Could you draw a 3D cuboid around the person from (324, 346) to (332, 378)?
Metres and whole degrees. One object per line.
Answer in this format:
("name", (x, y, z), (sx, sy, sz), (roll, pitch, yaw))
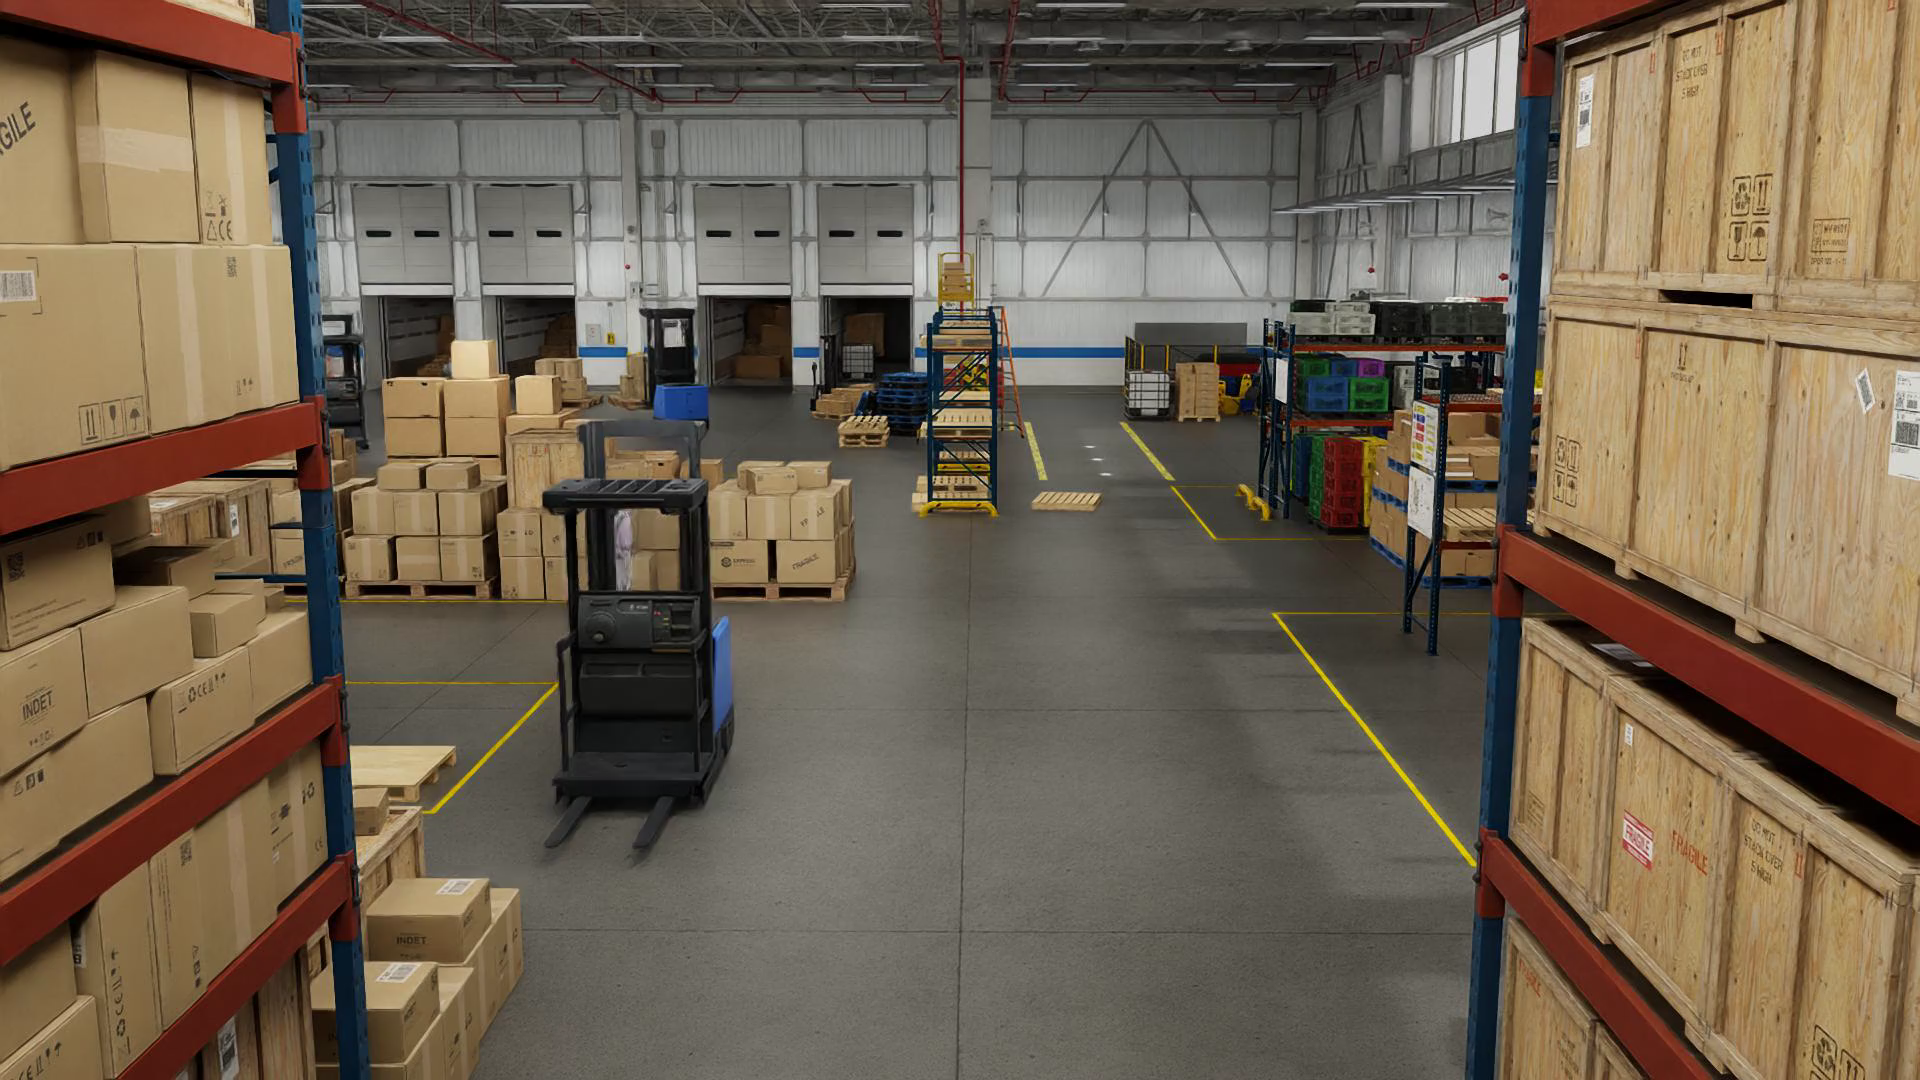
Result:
("person", (-16.989, -4.352, 44.292), (0.647, 1.676, 0.541), (2, 10, 14))

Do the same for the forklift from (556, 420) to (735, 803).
("forklift", (-2.454, 0.450, 13.107), (1.129, 2.768, 1.873), (0, 10, 1))

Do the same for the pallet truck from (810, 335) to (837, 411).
("pallet truck", (-3.021, -4.312, 43.126), (1.885, 1.965, 0.823), (3, 10, 17))

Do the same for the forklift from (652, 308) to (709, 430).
("forklift", (-6.623, -3.980, 38.665), (1.129, 2.768, 1.873), (-5, 11, -25))

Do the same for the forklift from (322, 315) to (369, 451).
("forklift", (-13.158, -3.321, 34.861), (1.129, 2.768, 1.873), (-5, 11, -25))

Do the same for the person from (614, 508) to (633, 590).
("person", (-3.406, 0.349, 16.448), (0.475, 1.922, 0.578), (-7, 12, -35))

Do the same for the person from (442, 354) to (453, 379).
("person", (-11.541, -3.375, 38.058), (0.622, 1.904, 0.665), (9, 13, 41))
